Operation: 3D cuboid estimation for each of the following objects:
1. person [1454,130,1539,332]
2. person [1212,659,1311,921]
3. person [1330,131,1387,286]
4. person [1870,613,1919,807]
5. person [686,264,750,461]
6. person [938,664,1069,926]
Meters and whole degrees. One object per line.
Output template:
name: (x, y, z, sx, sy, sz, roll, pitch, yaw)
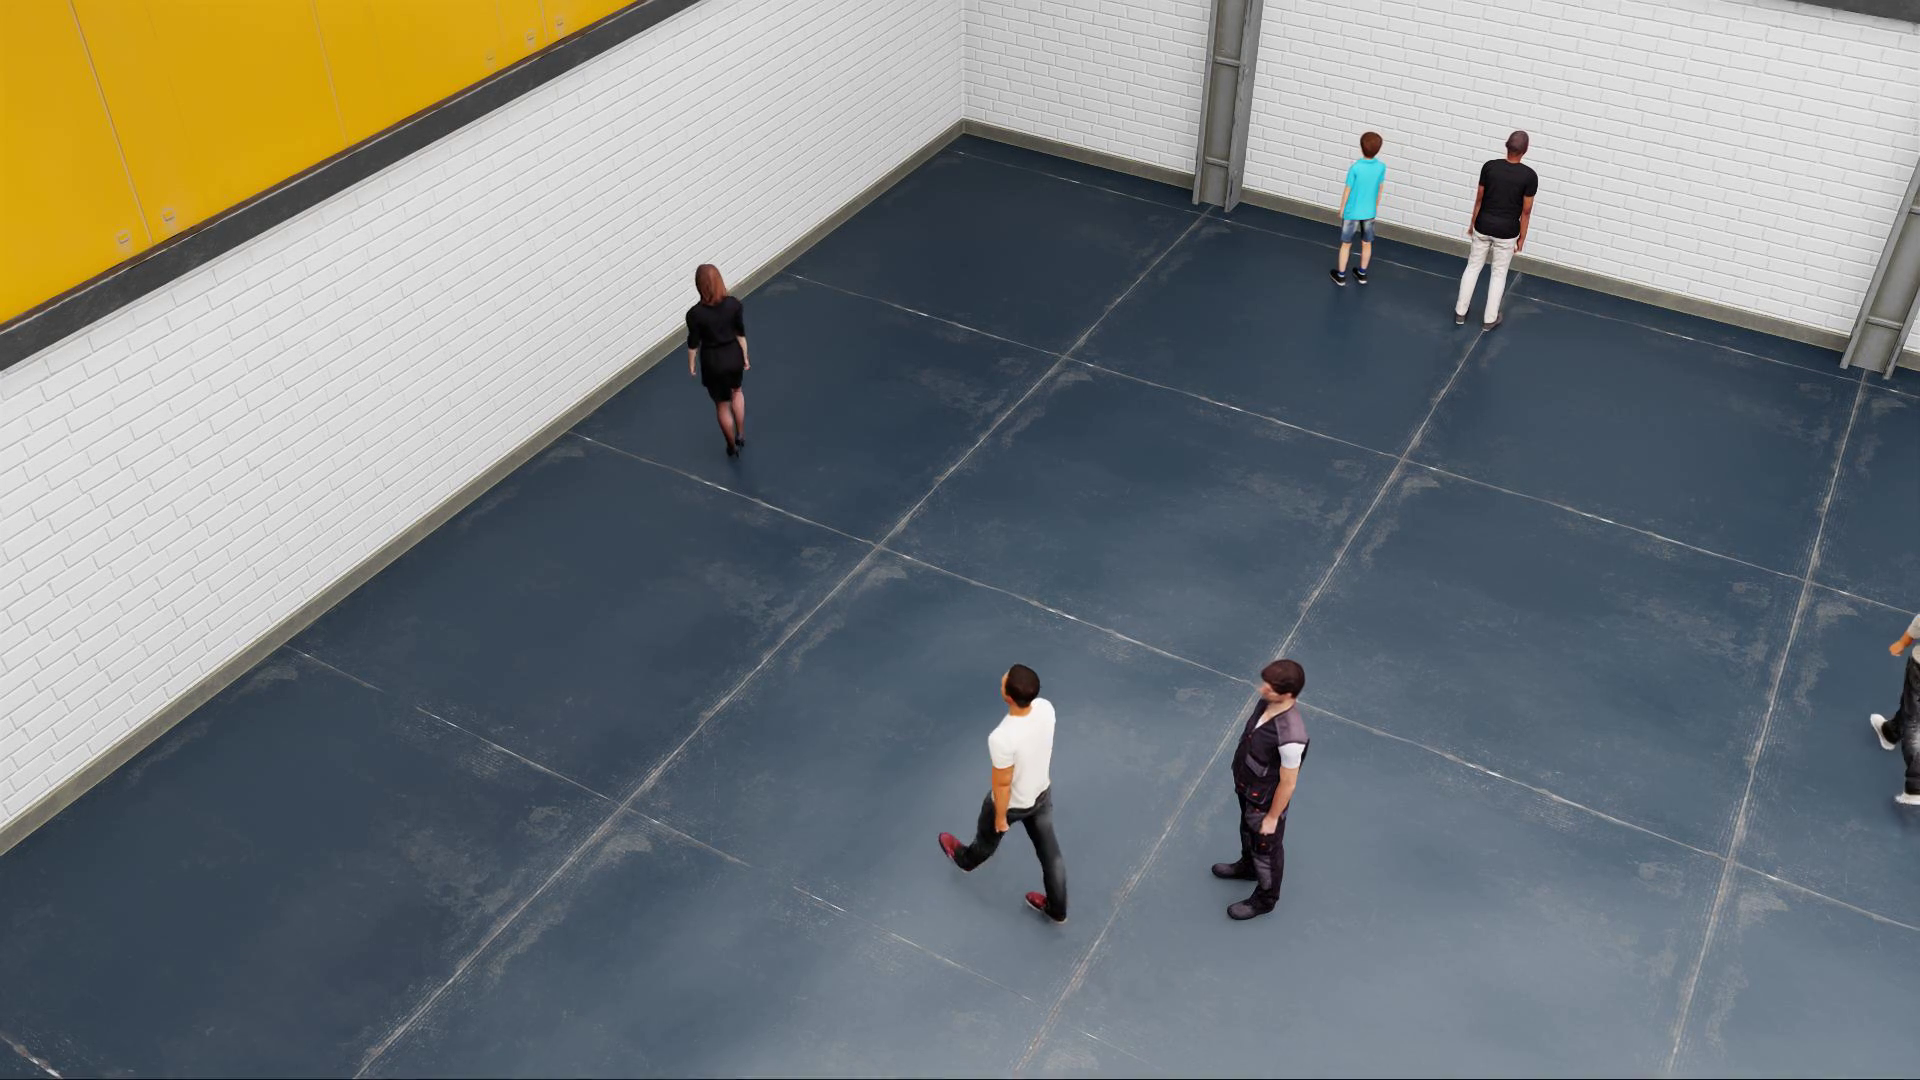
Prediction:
person: (4.572, -2.637, 14.186, 0.514, 1.804, 0.695, 18, 42, 22)
person: (1.696, 1.350, 9.158, 0.769, 1.849, 0.740, -4, 39, -5)
person: (3.590, -2.966, 14.883, 0.588, 1.449, 0.656, -7, 39, -9)
person: (5.871, 0.812, 9.886, 1.185, 1.780, 1.042, 3, 39, 3)
person: (-1.772, -1.289, 12.585, 0.703, 1.696, 0.730, -17, 42, -20)
person: (0.405, 1.438, 9.118, 1.198, 1.762, 0.856, 30, 48, 32)
